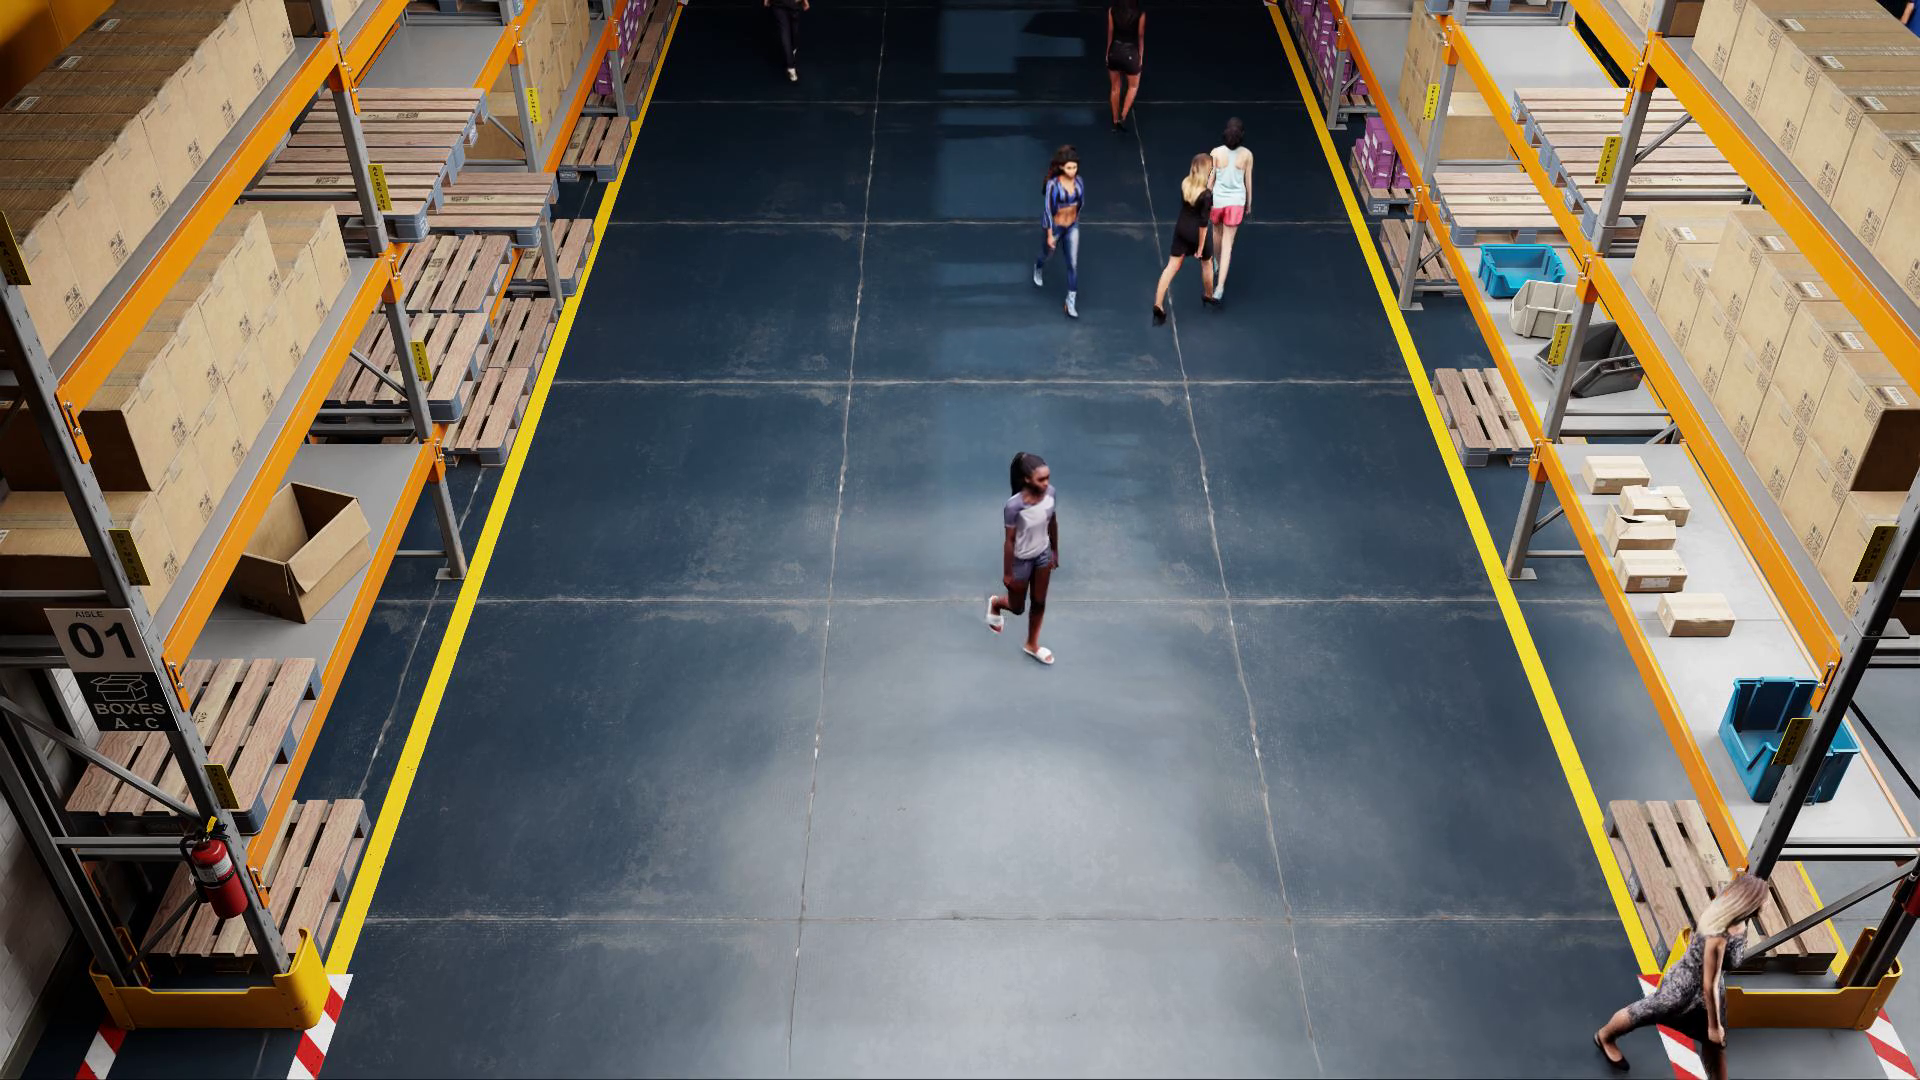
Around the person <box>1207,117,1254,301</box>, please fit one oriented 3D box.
[{"bbox_3d":[2.498,-3.073,15.587,0.741,1.723,1.241,6,39,8],"label":"person"}]

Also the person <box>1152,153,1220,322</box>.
[{"bbox_3d":[2.049,-2.737,15.236,1.035,1.635,1.031,-26,45,-29],"label":"person"}]

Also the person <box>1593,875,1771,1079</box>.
[{"bbox_3d":[3.792,2.345,8.869,1.164,1.641,1.136,30,48,32],"label":"person"}]

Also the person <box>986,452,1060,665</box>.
[{"bbox_3d":[0.431,0.103,11.619,0.882,1.713,0.969,-25,45,-28],"label":"person"}]

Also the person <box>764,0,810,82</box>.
[{"bbox_3d":[-2.036,-6.330,19.566,0.835,1.847,1.243,-7,39,-9],"label":"person"}]

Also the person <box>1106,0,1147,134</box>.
[{"bbox_3d":[1.786,-5.269,18.332,0.749,1.728,0.898,12,40,15],"label":"person"}]

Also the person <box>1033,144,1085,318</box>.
[{"bbox_3d":[0.900,-2.922,15.510,0.885,1.584,1.138,-14,41,-17],"label":"person"}]
